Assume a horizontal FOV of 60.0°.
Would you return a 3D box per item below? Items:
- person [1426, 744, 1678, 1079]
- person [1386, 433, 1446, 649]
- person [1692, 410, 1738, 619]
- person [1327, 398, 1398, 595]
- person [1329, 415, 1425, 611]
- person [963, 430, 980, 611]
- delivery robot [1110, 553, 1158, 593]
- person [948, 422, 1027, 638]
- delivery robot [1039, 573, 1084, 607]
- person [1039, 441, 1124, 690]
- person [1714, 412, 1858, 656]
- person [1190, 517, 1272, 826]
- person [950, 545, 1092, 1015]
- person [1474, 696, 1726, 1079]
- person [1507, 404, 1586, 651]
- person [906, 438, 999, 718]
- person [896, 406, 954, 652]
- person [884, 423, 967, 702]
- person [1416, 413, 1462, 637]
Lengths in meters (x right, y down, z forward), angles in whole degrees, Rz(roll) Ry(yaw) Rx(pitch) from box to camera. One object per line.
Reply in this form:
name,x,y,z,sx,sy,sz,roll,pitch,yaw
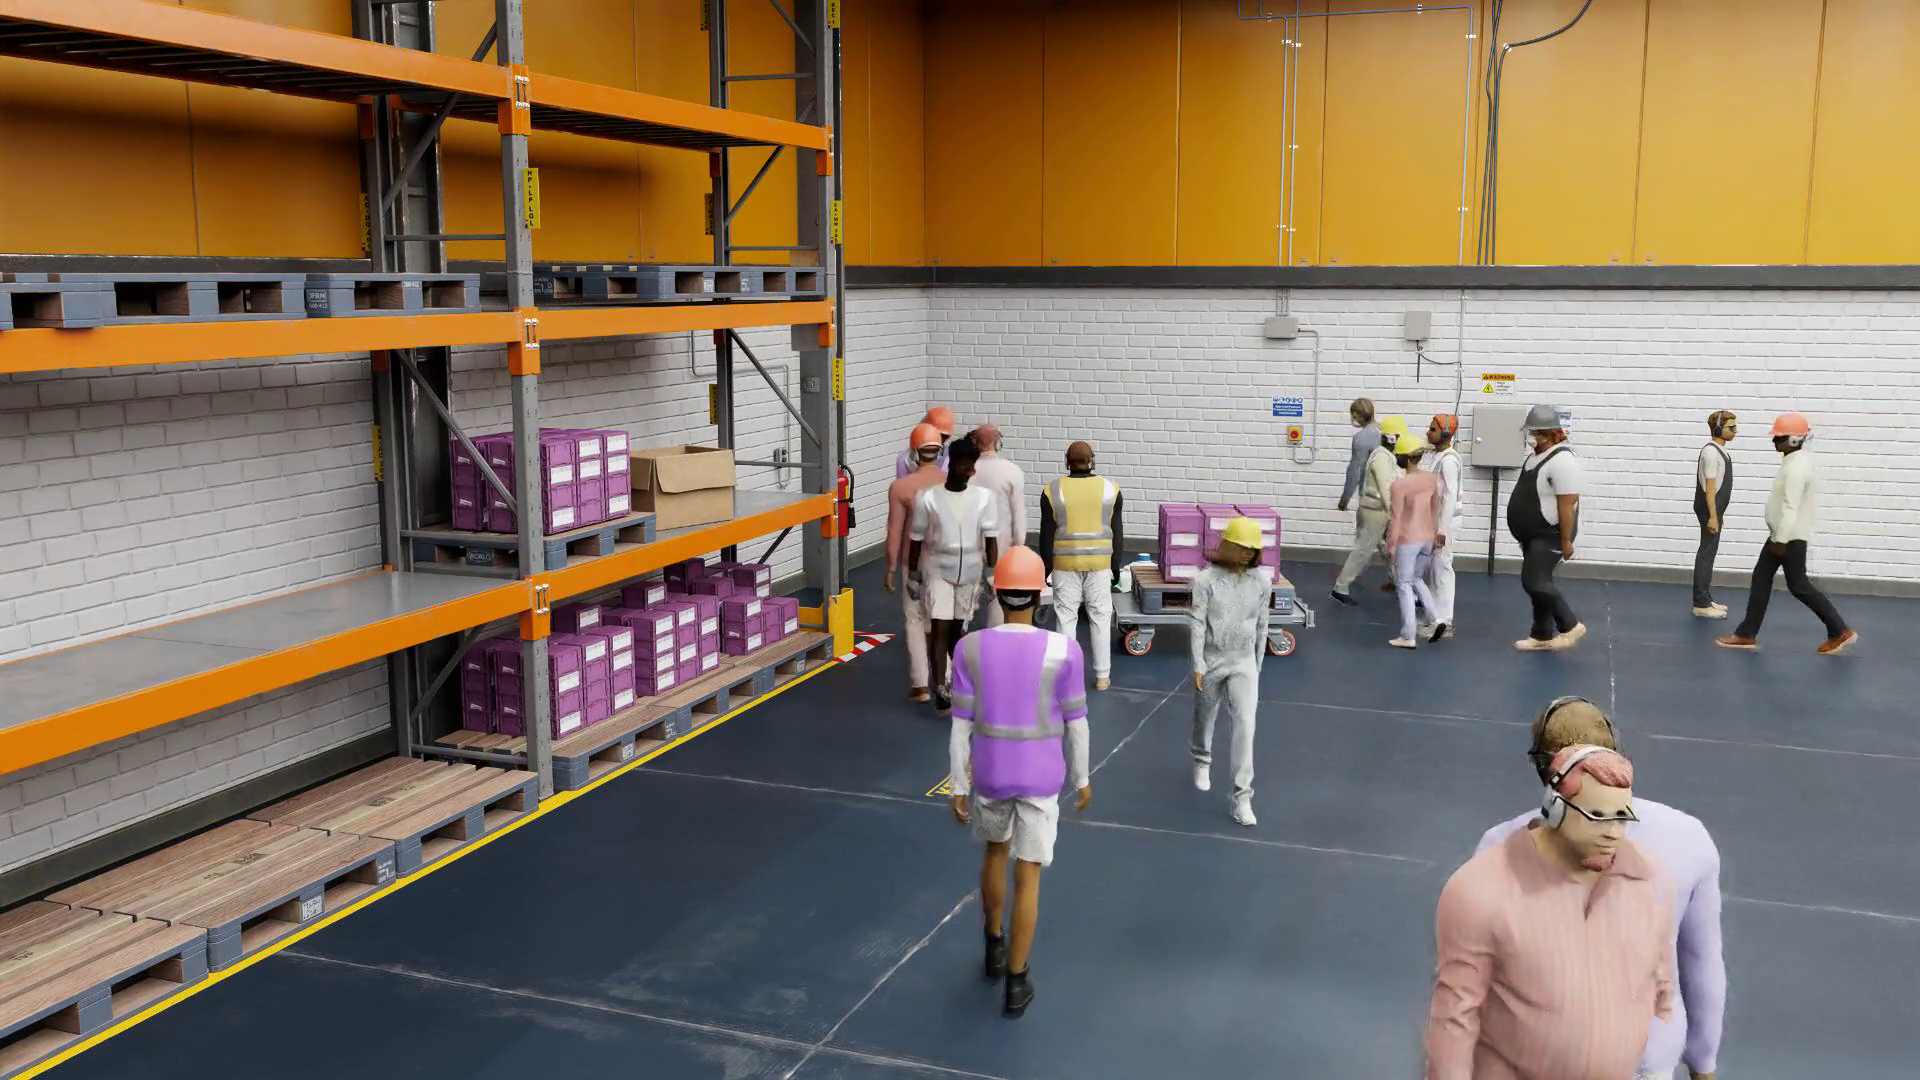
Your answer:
person,1.523,1.443,4.170,0.685,1.870,0.807,-1,9,-5
person,3.672,0.015,13.483,0.560,1.753,0.441,-6,11,-32
person,6.715,-0.234,14.798,0.345,1.846,0.506,5,10,27
person,3.944,-0.428,15.960,0.878,1.870,0.643,6,11,35
person,3.816,-0.237,15.049,0.959,1.786,0.593,5,10,28
person,0.060,-0.160,14.926,0.344,1.659,0.552,-8,12,-42
delivery robot,1.637,0.363,14.794,0.707,0.478,0.477,-4,10,-25
person,0.198,0.023,13.063,0.653,1.890,0.513,3,10,21
delivery robot,0.925,0.390,14.623,0.707,0.478,0.477,-3,9,-18
person,0.880,0.193,12.152,0.621,1.837,0.429,-1,9,-4
person,6.680,-0.046,13.285,0.988,1.960,0.617,3,10,20
person,1.526,0.691,9.482,0.489,1.690,0.948,-1,9,-3
person,0.269,0.971,7.006,0.560,1.908,0.747,3,9,16
person,1.694,1.382,4.477,0.651,1.908,0.502,0,9,2
person,4.645,-0.090,13.281,0.543,2.000,0.684,1,9,5
person,-0.035,0.241,11.628,0.602,1.907,0.977,-3,10,-19
person,-0.246,-0.117,13.602,0.617,2.000,0.774,-2,9,-11
person,-0.238,0.158,11.906,0.614,2.002,0.418,-3,10,-19
person,4.029,-0.124,13.988,0.355,1.884,0.575,1,9,7
